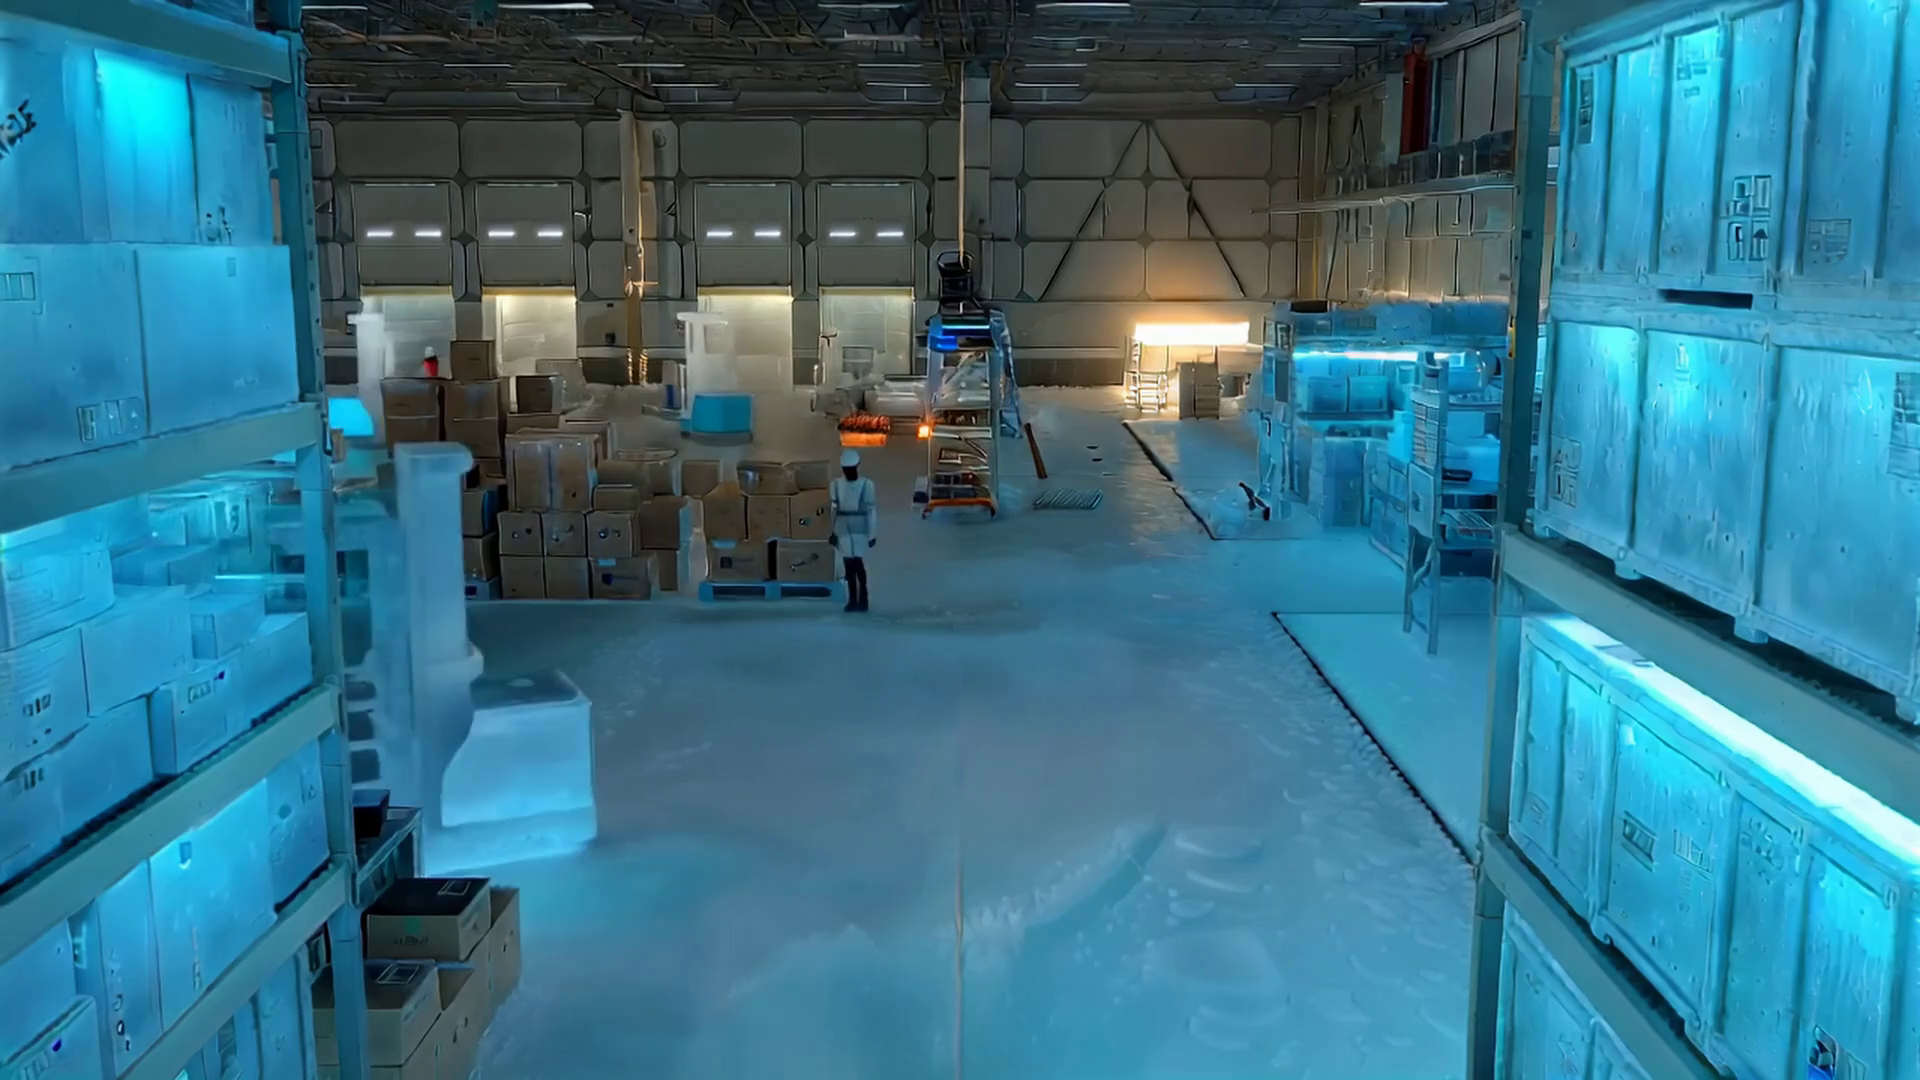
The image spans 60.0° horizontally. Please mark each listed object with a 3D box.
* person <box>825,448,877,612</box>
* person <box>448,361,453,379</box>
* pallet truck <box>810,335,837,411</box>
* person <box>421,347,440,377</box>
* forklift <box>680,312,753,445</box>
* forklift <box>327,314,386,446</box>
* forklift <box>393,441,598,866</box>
[{"bbox_3d":[-1.248,-0.106,19.095,0.567,1.920,0.464,4,11,22],"label":"person"},{"bbox_3d":[-11.540,-3.425,38.201,0.367,1.935,0.628,0,10,1],"label":"person"},{"bbox_3d":[-3.021,-4.312,43.126,1.885,1.965,0.823,3,10,17],"label":"pallet truck"},{"bbox_3d":[-13.798,-4.176,43.270,0.720,1.669,0.549,4,10,20],"label":"person"},{"bbox_3d":[-5.312,-3.541,36.133,1.129,2.768,1.873,-5,11,-25],"label":"forklift"},{"bbox_3d":[-12.501,-3.396,35.293,1.873,2.768,1.129,-1,10,-4],"label":"forklift"},{"bbox_3d":[-3.572,0.743,11.415,1.873,2.768,1.129,-5,11,-25],"label":"forklift"}]
